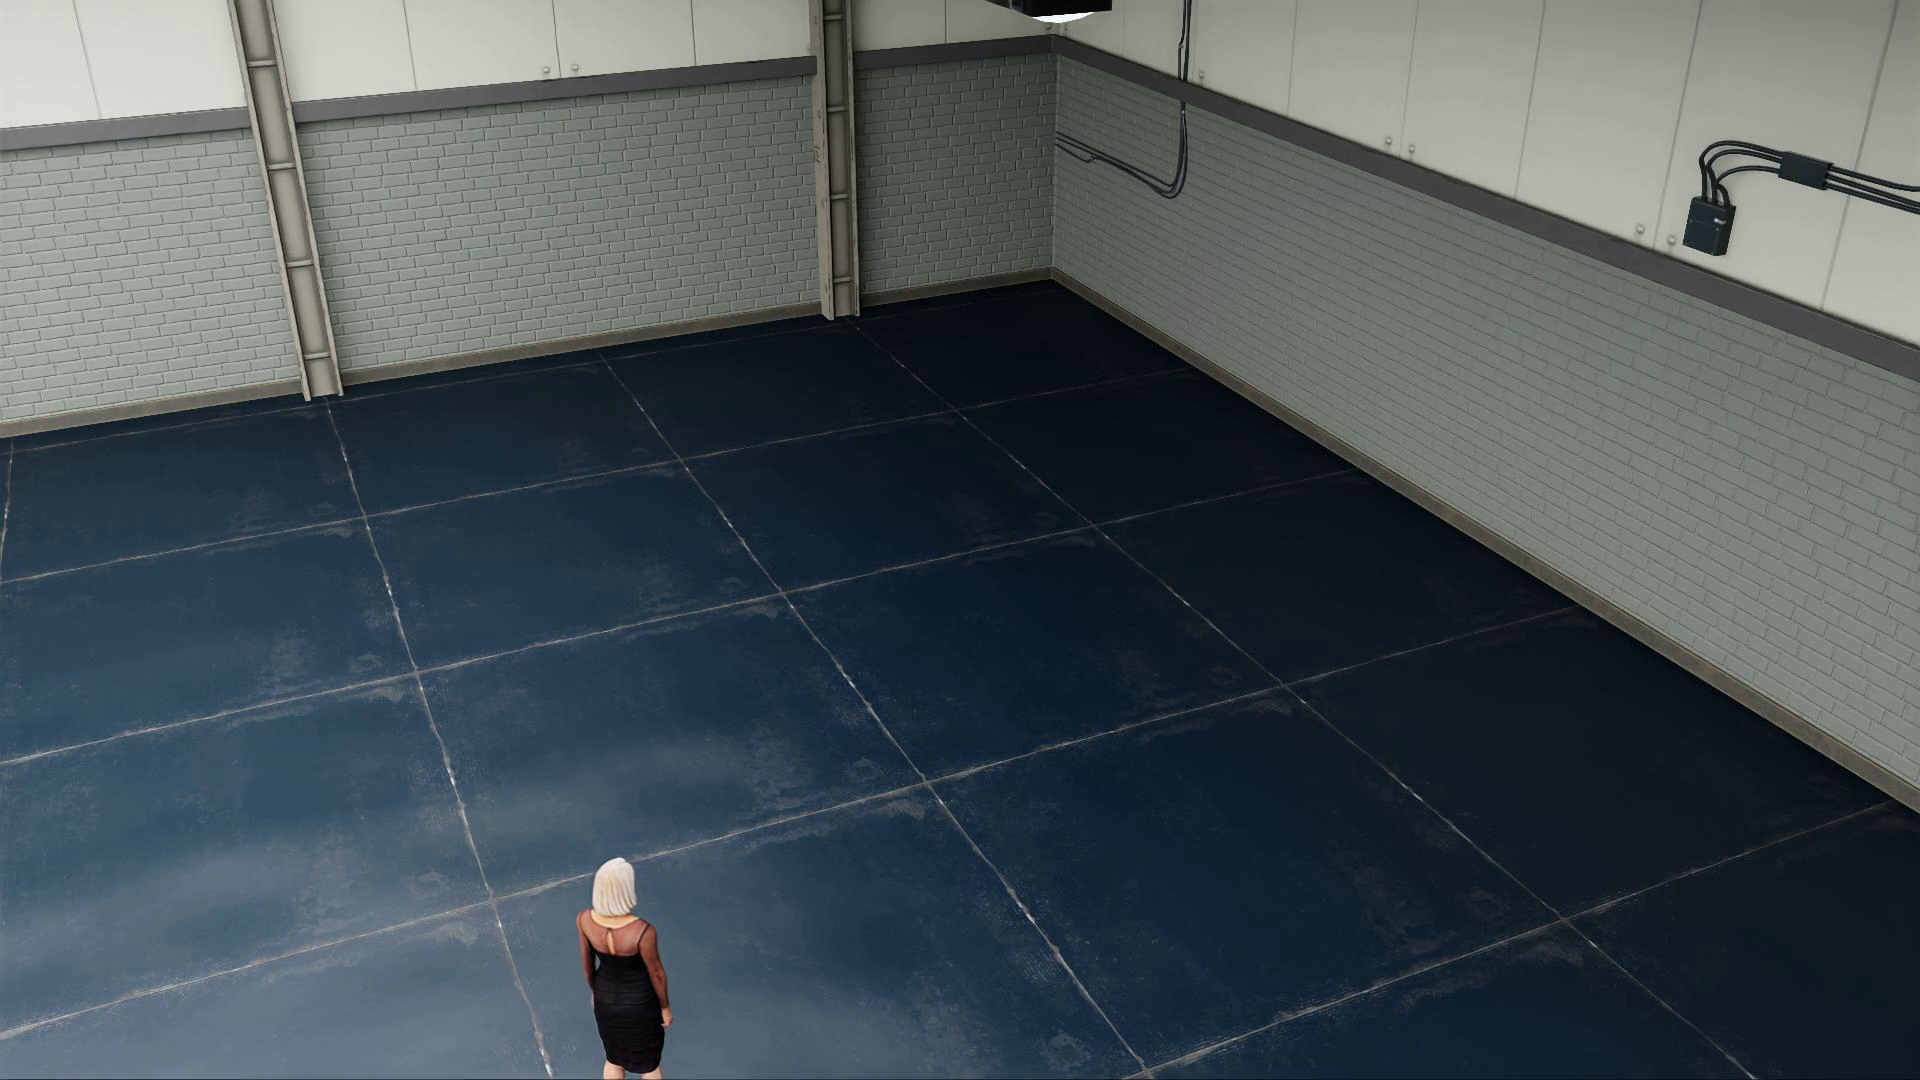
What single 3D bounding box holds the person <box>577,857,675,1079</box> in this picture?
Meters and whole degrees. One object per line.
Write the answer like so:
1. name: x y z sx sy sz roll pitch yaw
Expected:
1. person: -1.690 2.346 8.435 0.650 1.747 0.723 8 28 15
